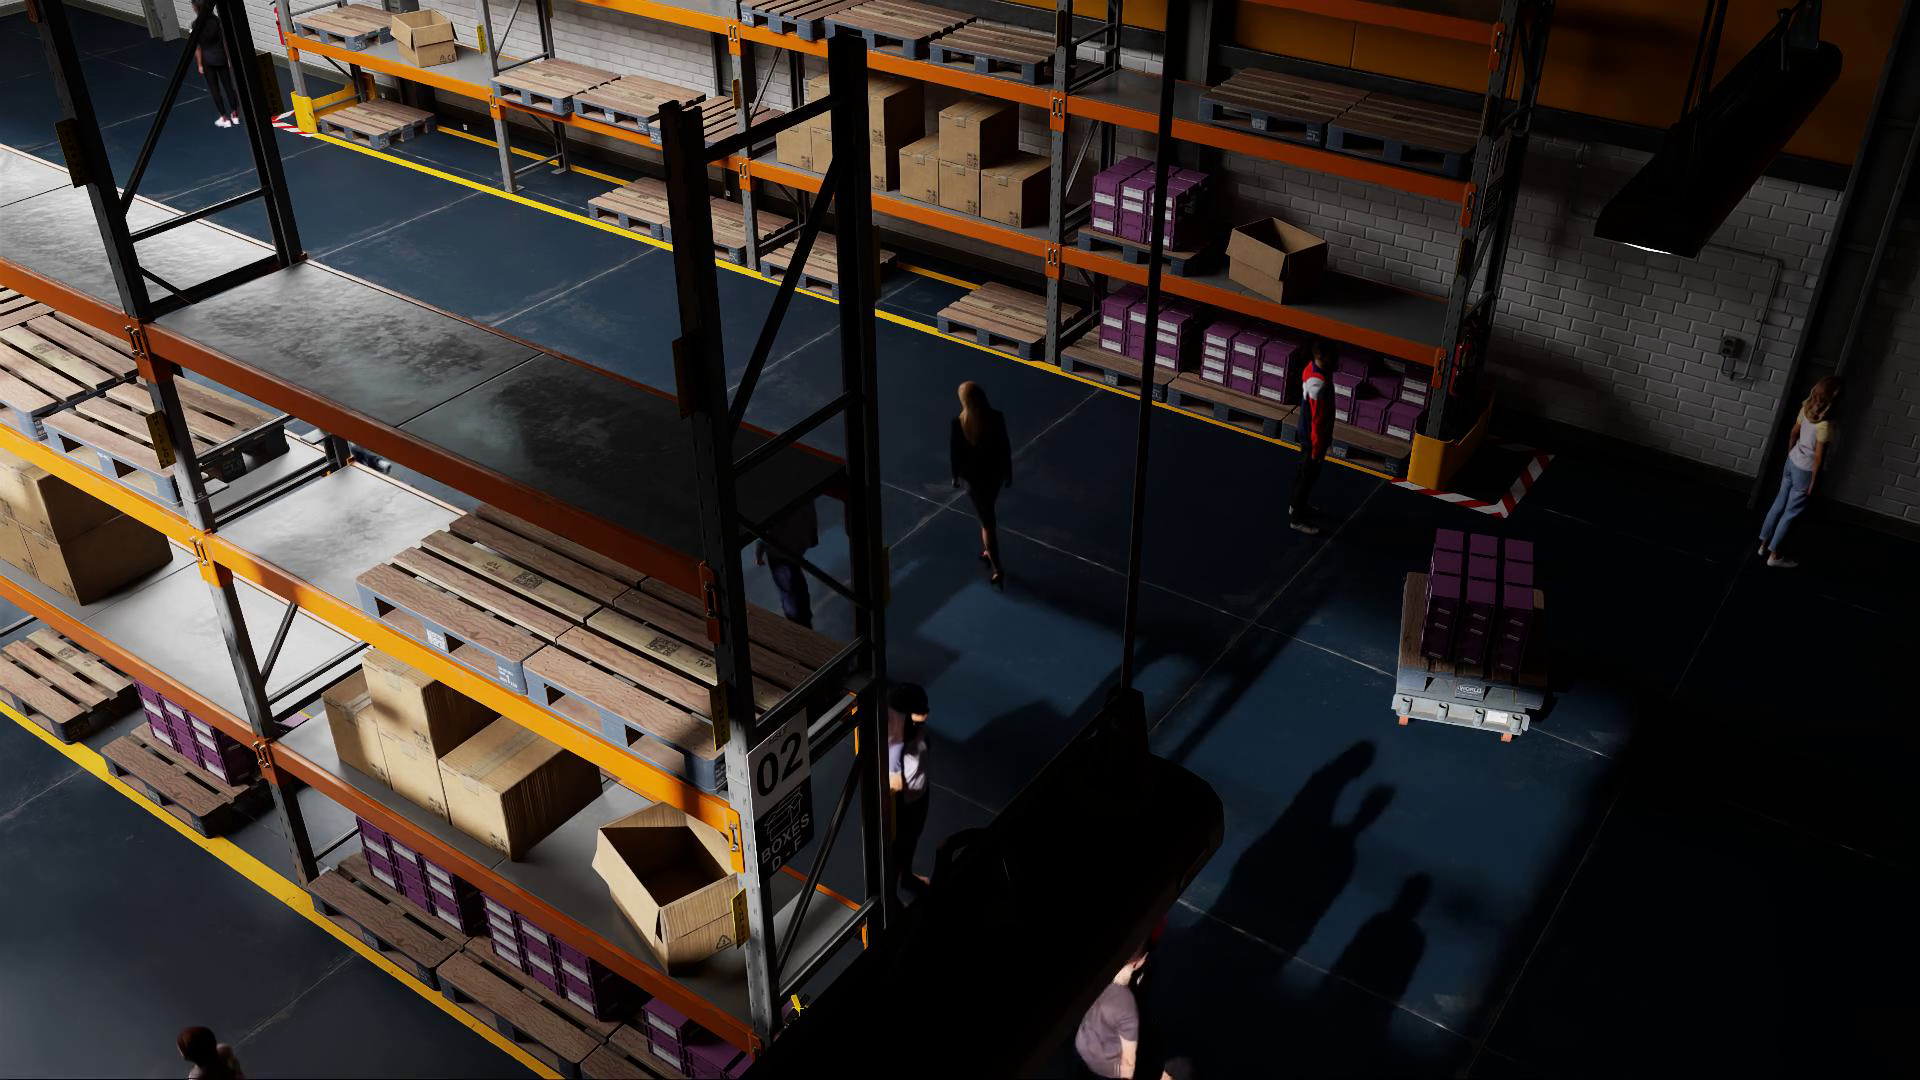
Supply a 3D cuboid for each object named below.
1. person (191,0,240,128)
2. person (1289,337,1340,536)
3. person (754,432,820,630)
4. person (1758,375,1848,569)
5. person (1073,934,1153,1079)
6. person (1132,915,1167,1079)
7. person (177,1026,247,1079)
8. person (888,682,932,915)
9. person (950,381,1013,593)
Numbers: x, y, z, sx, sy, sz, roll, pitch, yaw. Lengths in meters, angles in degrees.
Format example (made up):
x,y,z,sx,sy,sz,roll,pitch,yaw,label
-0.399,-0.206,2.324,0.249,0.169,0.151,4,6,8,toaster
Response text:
x,y,z,sx,sy,sz,roll,pitch,yaw,label
-10.016,-6.433,22.345,0.643,1.730,0.595,-29,43,-36,person
2.976,-0.901,13.999,0.697,1.757,0.715,6,34,9,person
-1.234,0.050,12.496,0.699,1.836,0.746,29,43,36,person
6.855,-0.566,13.526,0.735,1.723,0.708,-1,34,-2,person
0.672,2.670,8.554,1.041,1.836,1.061,-18,37,-24,person
0.982,2.271,9.320,0.782,1.653,0.767,-6,34,-8,person
-3.801,2.968,8.691,0.672,1.189,0.584,11,35,16,person
-0.332,1.583,10.288,0.583,1.728,0.630,12,35,17,person
0.227,-0.404,13.211,0.842,1.802,0.916,-6,34,-9,person
